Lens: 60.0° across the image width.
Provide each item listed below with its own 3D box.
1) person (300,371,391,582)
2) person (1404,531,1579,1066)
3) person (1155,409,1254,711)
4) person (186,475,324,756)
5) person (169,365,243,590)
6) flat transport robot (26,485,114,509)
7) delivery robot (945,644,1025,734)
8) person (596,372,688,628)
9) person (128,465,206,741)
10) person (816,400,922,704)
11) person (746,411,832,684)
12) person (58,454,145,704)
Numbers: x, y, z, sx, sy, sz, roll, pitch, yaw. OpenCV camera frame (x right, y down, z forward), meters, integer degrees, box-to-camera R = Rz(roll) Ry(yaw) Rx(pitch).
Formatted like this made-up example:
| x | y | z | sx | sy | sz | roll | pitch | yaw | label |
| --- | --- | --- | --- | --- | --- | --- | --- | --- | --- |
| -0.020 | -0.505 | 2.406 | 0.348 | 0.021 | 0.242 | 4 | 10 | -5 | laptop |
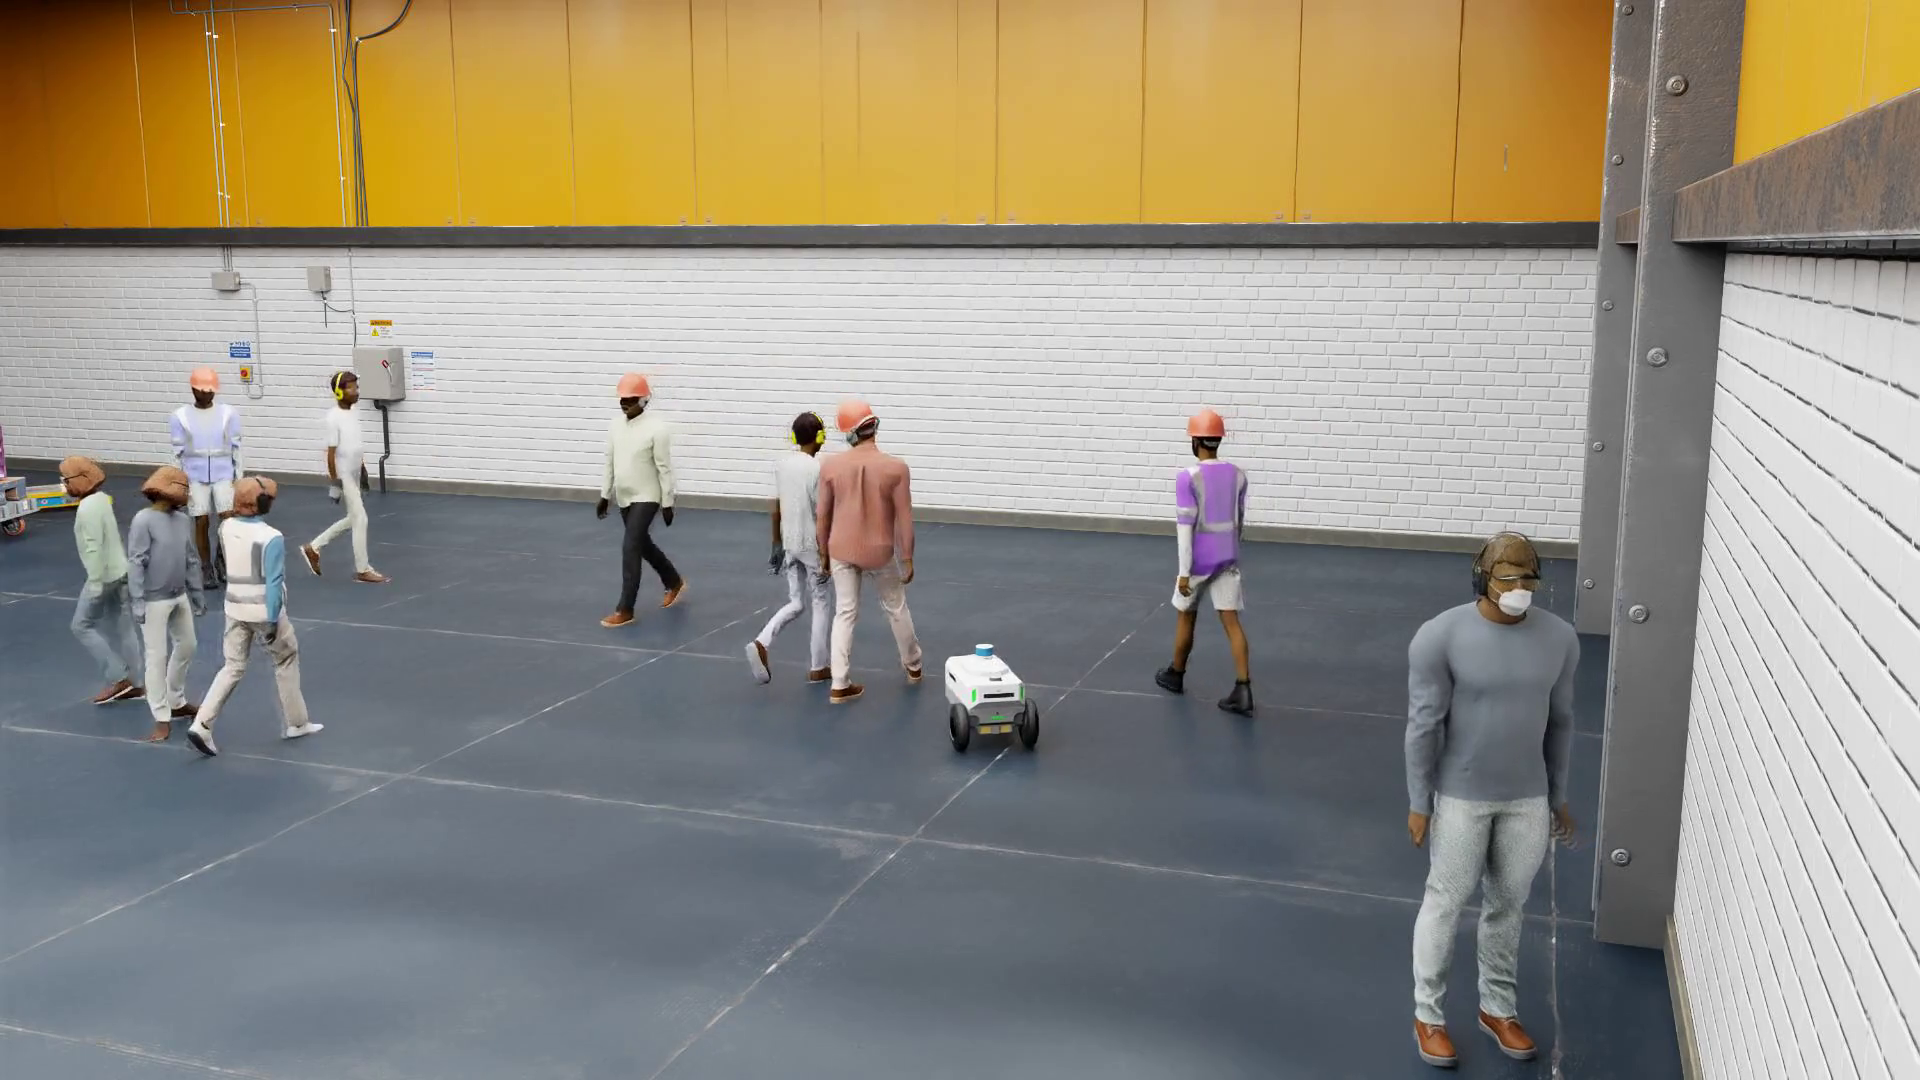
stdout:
| x | y | z | sx | sy | sz | roll | pitch | yaw | label |
| --- | --- | --- | --- | --- | --- | --- | --- | --- | --- |
| -5.375 | -0.541 | 14.429 | 0.749 | 1.842 | 0.519 | 0 | 10 | 1 | person |
| 1.889 | 0.916 | 5.951 | 0.635 | 1.936 | 0.355 | -2 | 10 | -10 | person |
| 1.597 | 0.121 | 10.566 | 0.563 | 1.892 | 0.978 | -5 | 11 | -25 | person |
| -4.119 | 0.431 | 9.617 | 0.510 | 1.608 | 0.788 | 4 | 11 | 23 | person |
| -6.378 | -0.522 | 14.104 | 0.576 | 1.914 | 0.413 | -5 | 11 | -28 | person |
| -10.225 | -0.456 | 18.371 | 1.431 | 0.197 | 0.652 | -9 | 14 | -42 | flat transport robot |
| 0.143 | 0.863 | 9.881 | 0.477 | 0.478 | 0.707 | -2 | 10 | -13 | delivery robot |
| -2.482 | -0.350 | 13.054 | 0.610 | 1.957 | 0.980 | 8 | 13 | 38 | person |
| -4.759 | 0.364 | 9.982 | 0.322 | 1.616 | 0.597 | 2 | 10 | 12 | person |
| -0.598 | 0.052 | 10.838 | 0.665 | 1.928 | 0.804 | 1 | 10 | 5 | person |
| -1.098 | 0.078 | 10.985 | 0.522 | 1.835 | 0.701 | 8 | 13 | 37 | person |
| -5.452 | 0.253 | 10.588 | 0.409 | 1.612 | 0.524 | -2 | 10 | -10 | person |
